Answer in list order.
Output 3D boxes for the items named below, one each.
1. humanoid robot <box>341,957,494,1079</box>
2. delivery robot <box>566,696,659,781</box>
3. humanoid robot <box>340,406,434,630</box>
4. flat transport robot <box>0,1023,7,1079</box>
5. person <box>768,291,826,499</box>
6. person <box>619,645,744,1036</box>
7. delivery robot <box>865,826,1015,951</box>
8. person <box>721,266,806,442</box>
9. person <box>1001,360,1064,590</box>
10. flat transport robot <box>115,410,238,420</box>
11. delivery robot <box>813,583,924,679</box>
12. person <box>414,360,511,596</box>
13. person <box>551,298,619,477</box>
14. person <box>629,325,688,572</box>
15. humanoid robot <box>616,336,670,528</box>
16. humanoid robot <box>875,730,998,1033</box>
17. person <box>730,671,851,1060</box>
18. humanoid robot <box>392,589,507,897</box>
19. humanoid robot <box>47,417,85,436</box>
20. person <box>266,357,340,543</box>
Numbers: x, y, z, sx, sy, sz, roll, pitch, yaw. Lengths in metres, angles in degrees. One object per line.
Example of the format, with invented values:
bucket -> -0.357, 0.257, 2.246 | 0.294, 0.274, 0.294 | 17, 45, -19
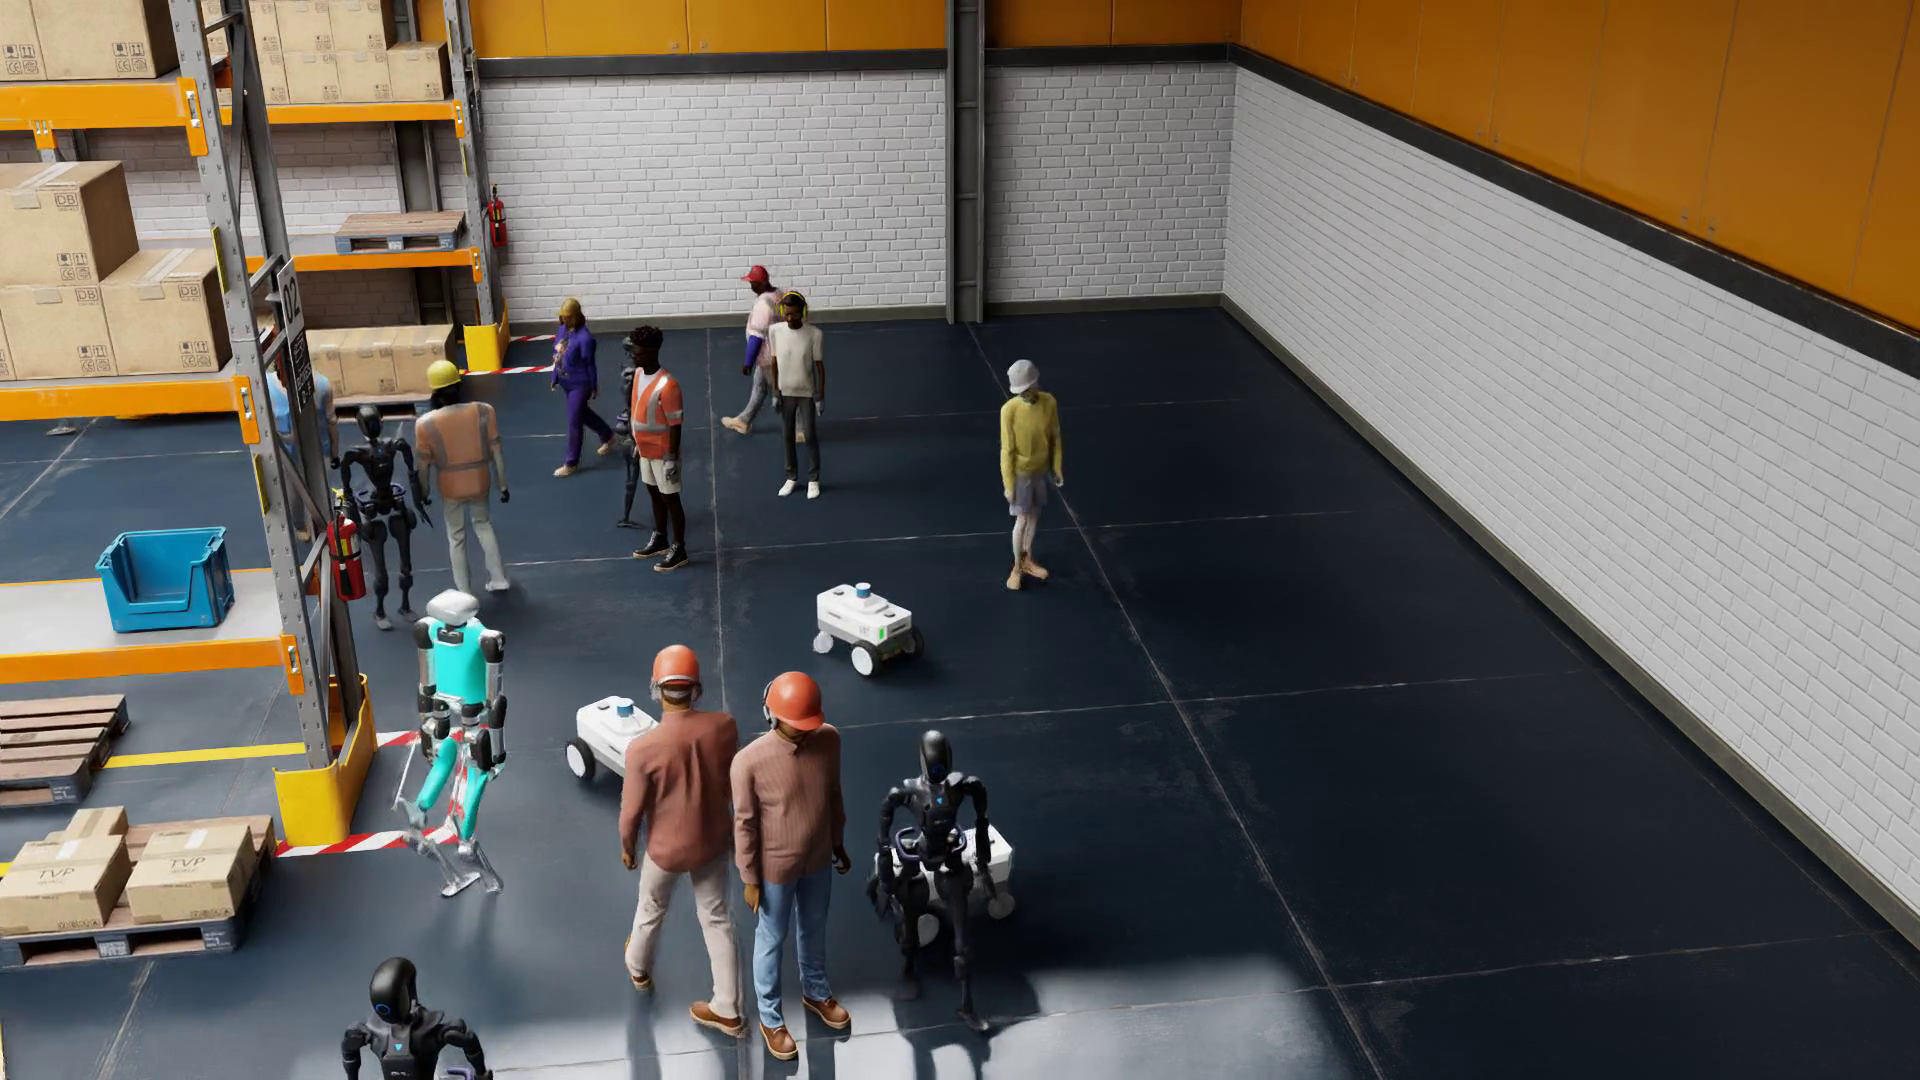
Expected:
humanoid robot -> -2.032, 2.274, 6.469 | 0.603, 1.637, 0.366 | -1, 24, -1
delivery robot -> -2.036, 1.249, 10.187 | 0.499, 0.589, 0.792 | -21, 31, -39
humanoid robot -> -4.113, -0.165, 12.021 | 0.593, 1.655, 0.416 | -18, 30, -36
flat transport robot -> -5.221, 2.525, 7.644 | 1.431, 0.231, 0.659 | -14, 27, -28
person -> -1.389, -1.240, 14.261 | 0.486, 1.853, 0.360 | 5, 24, 12
person -> -1.353, 1.436, 8.066 | 0.635, 1.925, 0.891 | -16, 28, -32
delivery robot -> -0.108, 1.820, 8.919 | 0.812, 0.614, 0.499 | -10, 26, -22
person -> -1.822, -1.741, 15.585 | 0.954, 1.692, 0.627 | 4, 24, 10
person -> 0.509, -0.522, 12.624 | 0.536, 1.848, 0.445 | -15, 28, -31
flat transport robot -> -7.613, -1.424, 16.642 | 1.431, 0.231, 0.659 | -3, 24, -8
delivery robot -> -0.663, 0.595, 11.674 | 0.757, 0.586, 0.517 | 21, 31, 39
person -> -3.681, -0.412, 12.289 | 0.615, 1.909, 0.439 | -15, 28, -30
person -> -3.408, -1.425, 14.980 | 0.451, 1.594, 0.780 | 21, 31, 39
person -> -2.359, -0.720, 12.928 | 0.367, 1.966, 0.603 | -17, 29, -34
humanoid robot -> -2.629, -0.880, 13.660 | 0.496, 1.645, 0.583 | 1, 24, 3
humanoid robot -> -0.115, 1.597, 8.033 | 0.603, 1.633, 0.625 | -5, 24, -12
person -> -0.776, 1.503, 7.838 | 0.607, 1.987, 0.384 | -20, 30, -37
humanoid robot -> -2.733, 1.183, 8.878 | 0.547, 1.786, 0.681 | 8, 25, 17
humanoid robot -> -8.573, -1.720, 15.613 | 0.743, 1.871, 0.565 | -9, 25, -19
person -> -5.179, -0.688, 13.043 | 0.625, 1.824, 0.654 | -10, 26, -22
